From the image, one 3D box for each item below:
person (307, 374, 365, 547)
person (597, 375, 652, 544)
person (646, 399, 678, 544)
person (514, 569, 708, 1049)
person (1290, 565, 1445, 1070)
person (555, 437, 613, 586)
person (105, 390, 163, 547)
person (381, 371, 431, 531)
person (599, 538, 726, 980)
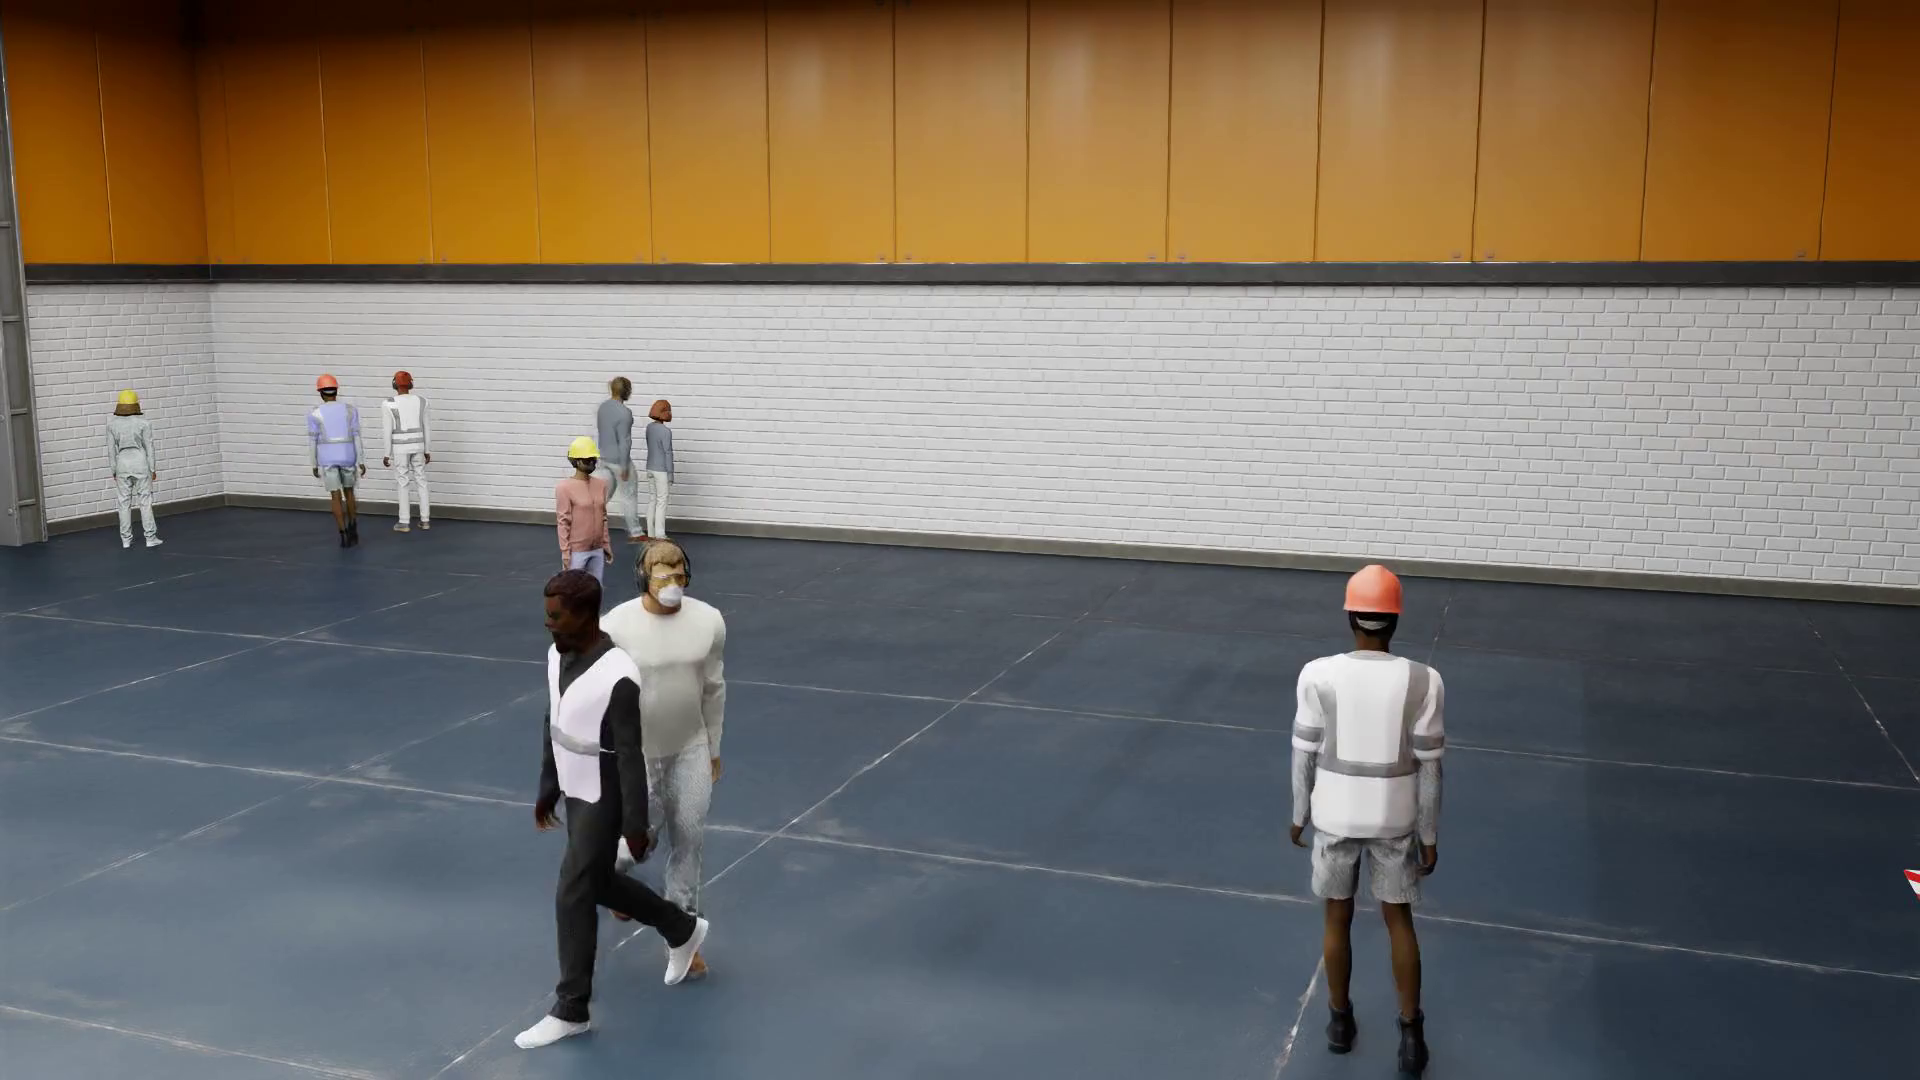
[{"bbox_3d":[-6.958,-0.892,18.528,0.570,1.899,0.789,-5,10,-28],"label":"person"},{"bbox_3d":[-3.844,-0.862,18.350,0.924,1.909,0.660,-8,12,-40],"label":"person"},{"bbox_3d":[-3.338,-0.754,18.536,0.281,1.624,0.494,-8,12,-39],"label":"person"},{"bbox_3d":[-1.414,1.025,6.710,0.857,1.885,0.578,-6,11,-34],"label":"person"},{"bbox_3d":[1.553,1.062,6.386,0.575,1.920,0.467,2,9,12],"label":"person"},{"bbox_3d":[-2.910,0.076,12.947,0.313,1.769,0.523,6,11,31],"label":"person"},{"bbox_3d":[-9.130,-0.786,18.370,0.485,1.744,0.295,-2,9,-10],"label":"person"},{"bbox_3d":[-6.487,-1.040,19.513,0.575,1.883,0.362,-7,12,-39],"label":"person"},{"bbox_3d":[-1.354,0.912,7.302,0.642,1.917,0.737,-6,11,-34],"label":"person"}]
